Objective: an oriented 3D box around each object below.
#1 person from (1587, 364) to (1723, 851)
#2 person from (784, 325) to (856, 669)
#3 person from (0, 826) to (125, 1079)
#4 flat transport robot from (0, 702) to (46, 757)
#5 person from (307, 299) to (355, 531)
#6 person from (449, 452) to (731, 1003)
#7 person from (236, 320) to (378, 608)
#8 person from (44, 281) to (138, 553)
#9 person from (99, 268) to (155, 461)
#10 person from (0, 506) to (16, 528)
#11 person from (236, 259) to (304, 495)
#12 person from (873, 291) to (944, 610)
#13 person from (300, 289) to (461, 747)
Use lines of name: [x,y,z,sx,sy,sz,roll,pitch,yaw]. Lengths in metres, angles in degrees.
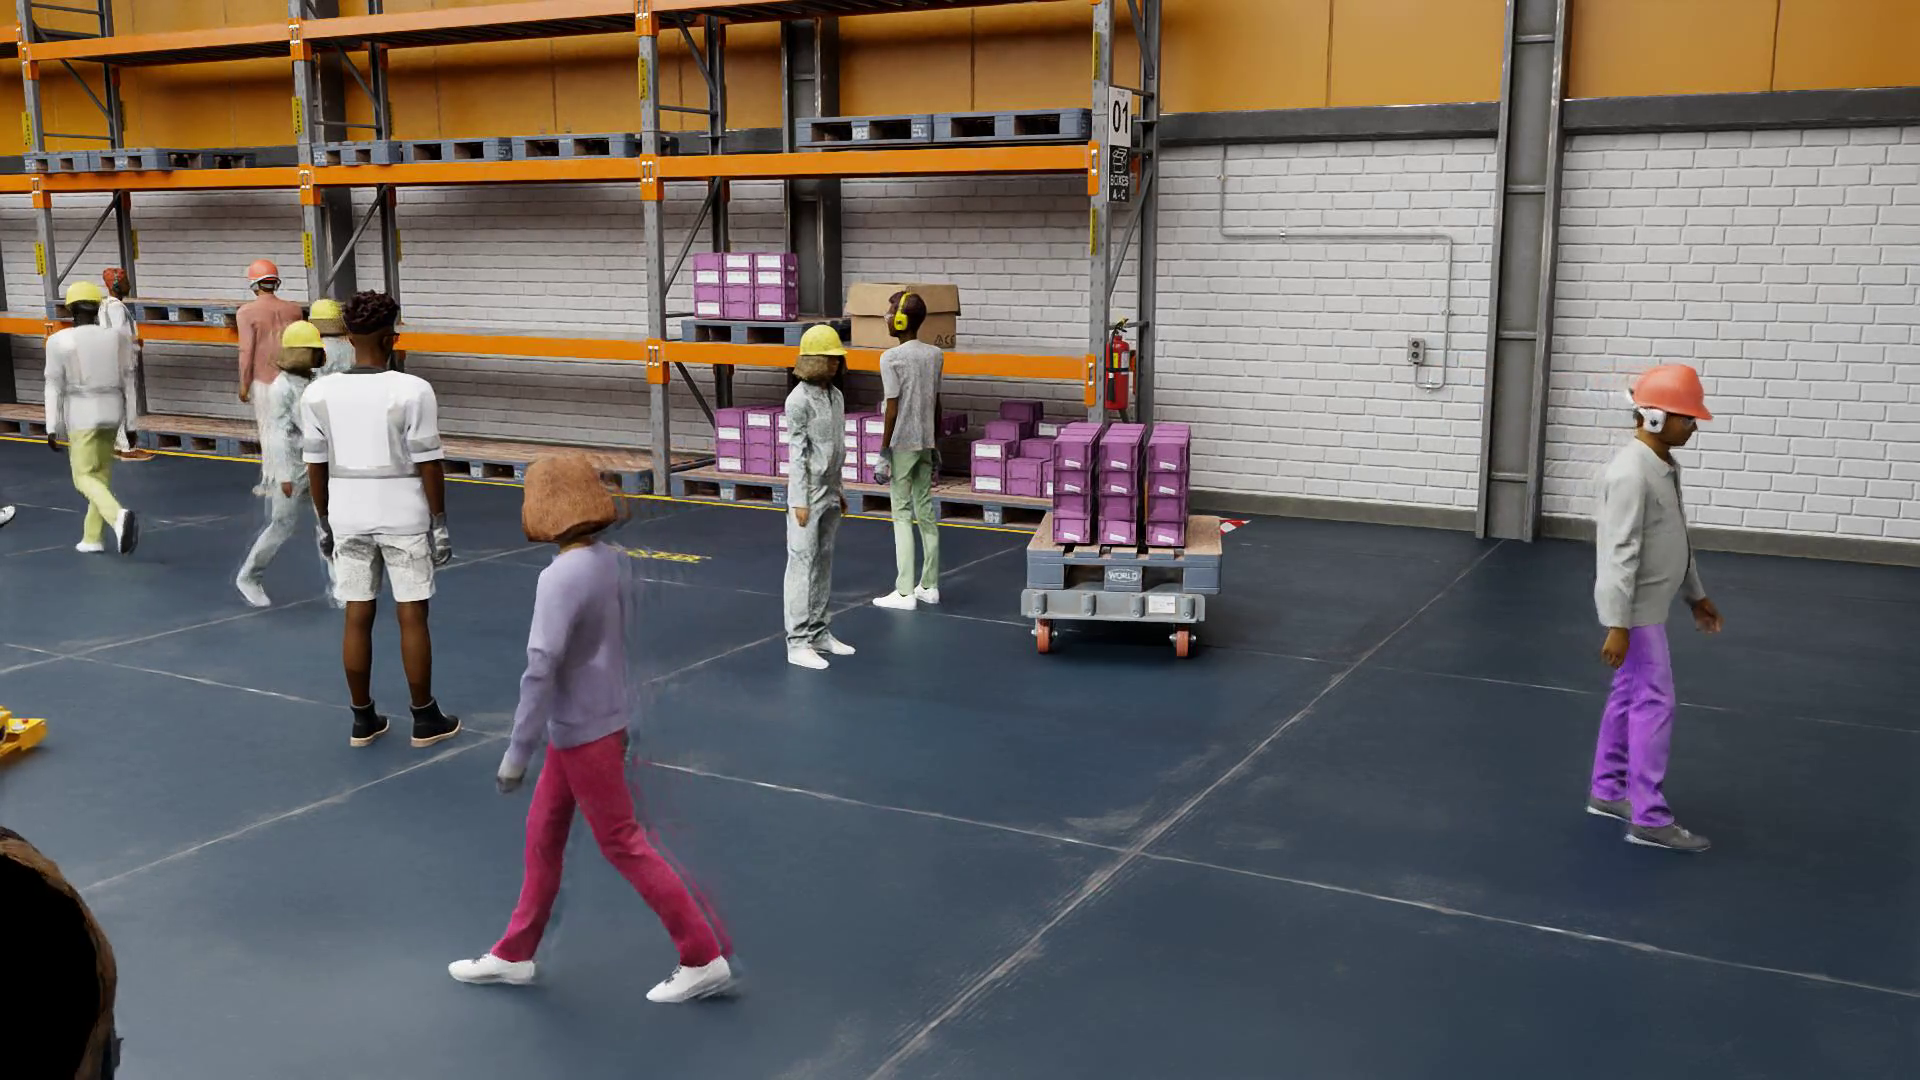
person: [2.532,0.232,6.037,0.432,1.744,0.569,6,12,30]
person: [-0.711,-0.228,8.539,0.312,1.744,0.487,5,11,24]
person: [-0.606,1.078,1.136,0.365,1.835,0.524,3,11,15]
flat transport robot: [-4.248,0.885,6.473,0.652,0.197,1.431,0,10,-2]
person: [-4.617,-0.907,12.312,0.416,1.732,0.500,7,12,32]
person: [-1.058,0.545,4.720,0.844,1.592,0.514,0,10,-1]
person: [-3.895,-0.429,9.727,0.849,1.712,0.497,3,11,15]
person: [-5.867,-0.814,11.349,0.792,1.886,0.637,7,12,33]
person: [-8.203,-1.713,16.301,0.355,1.883,0.575,-8,13,-39]
person: [-7.464,-0.899,11.977,0.632,1.834,1.058,4,11,22]
person: [-5.844,-1.377,14.142,0.378,1.996,0.611,8,13,36]
person: [-0.309,-0.525,9.816,0.320,1.871,0.533,9,13,39]
person: [-2.473,-0.081,7.121,0.600,1.967,0.368,1,10,6]
